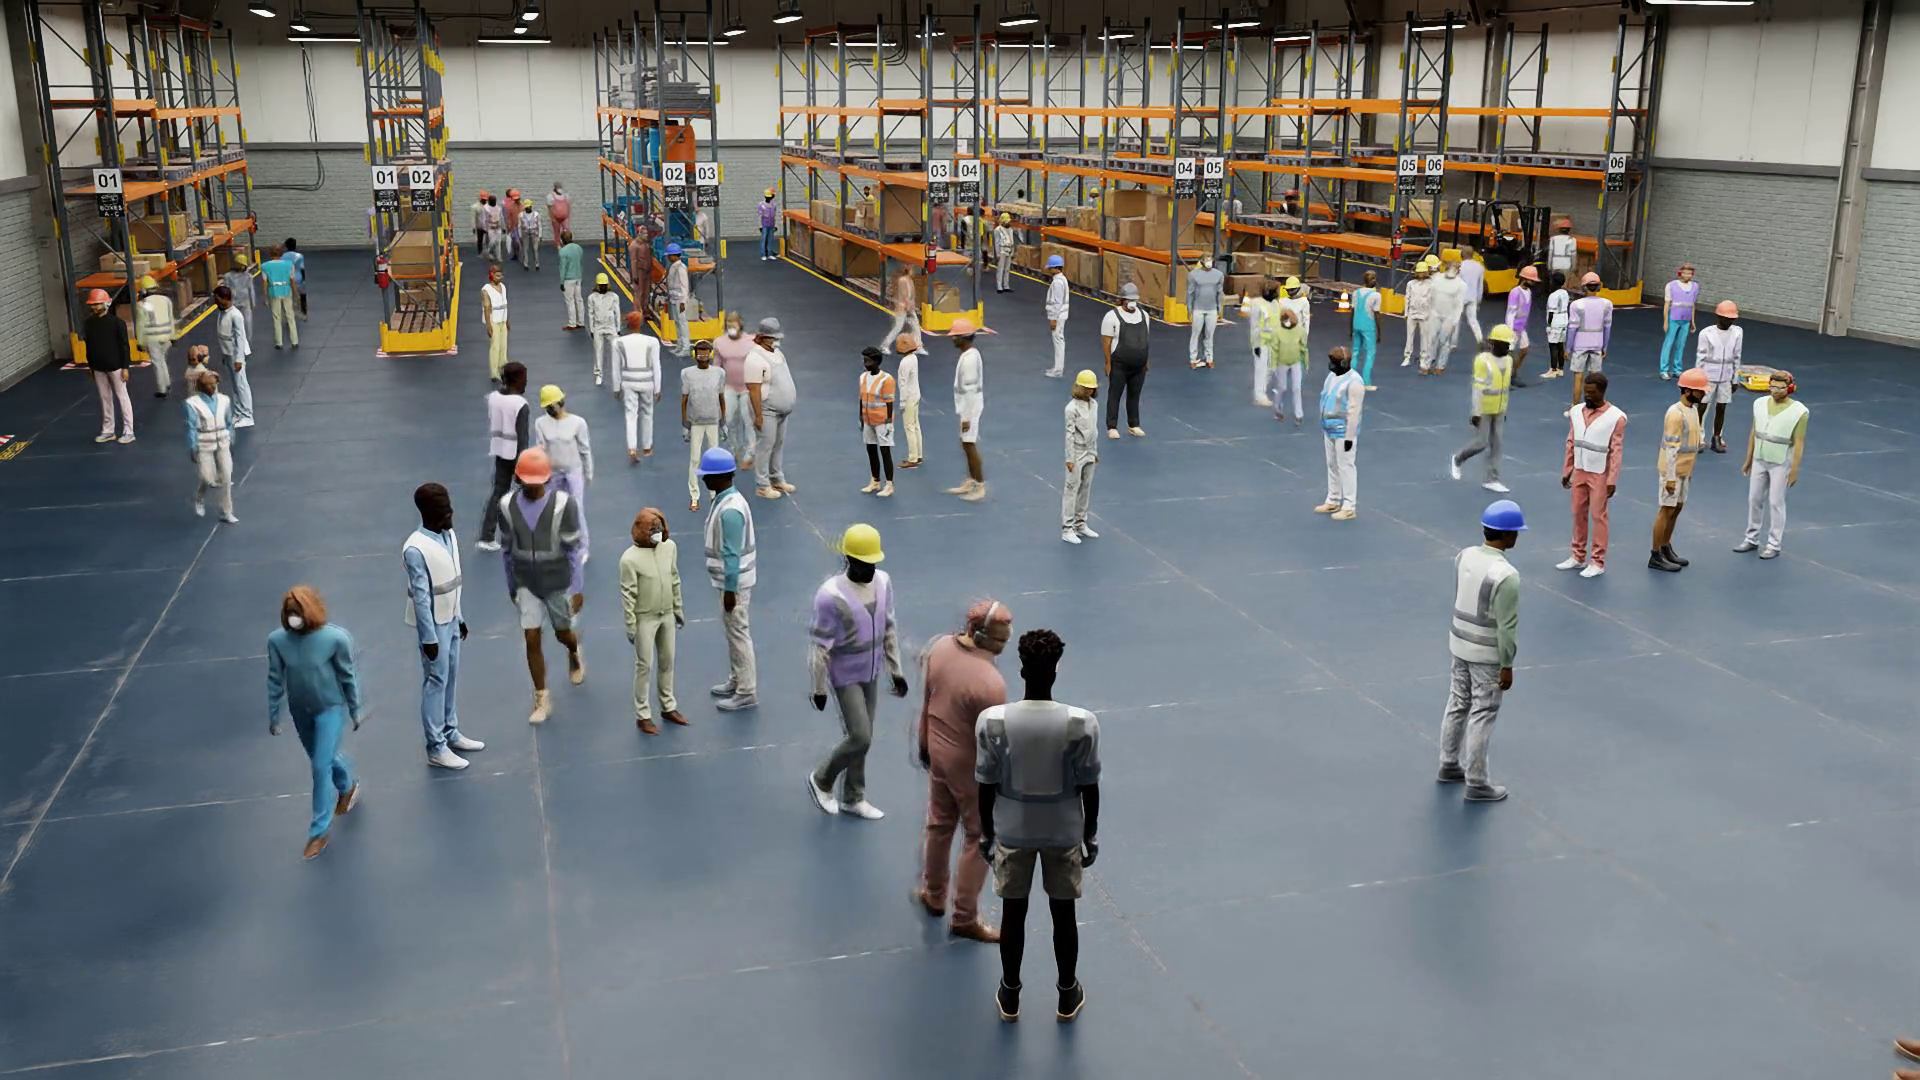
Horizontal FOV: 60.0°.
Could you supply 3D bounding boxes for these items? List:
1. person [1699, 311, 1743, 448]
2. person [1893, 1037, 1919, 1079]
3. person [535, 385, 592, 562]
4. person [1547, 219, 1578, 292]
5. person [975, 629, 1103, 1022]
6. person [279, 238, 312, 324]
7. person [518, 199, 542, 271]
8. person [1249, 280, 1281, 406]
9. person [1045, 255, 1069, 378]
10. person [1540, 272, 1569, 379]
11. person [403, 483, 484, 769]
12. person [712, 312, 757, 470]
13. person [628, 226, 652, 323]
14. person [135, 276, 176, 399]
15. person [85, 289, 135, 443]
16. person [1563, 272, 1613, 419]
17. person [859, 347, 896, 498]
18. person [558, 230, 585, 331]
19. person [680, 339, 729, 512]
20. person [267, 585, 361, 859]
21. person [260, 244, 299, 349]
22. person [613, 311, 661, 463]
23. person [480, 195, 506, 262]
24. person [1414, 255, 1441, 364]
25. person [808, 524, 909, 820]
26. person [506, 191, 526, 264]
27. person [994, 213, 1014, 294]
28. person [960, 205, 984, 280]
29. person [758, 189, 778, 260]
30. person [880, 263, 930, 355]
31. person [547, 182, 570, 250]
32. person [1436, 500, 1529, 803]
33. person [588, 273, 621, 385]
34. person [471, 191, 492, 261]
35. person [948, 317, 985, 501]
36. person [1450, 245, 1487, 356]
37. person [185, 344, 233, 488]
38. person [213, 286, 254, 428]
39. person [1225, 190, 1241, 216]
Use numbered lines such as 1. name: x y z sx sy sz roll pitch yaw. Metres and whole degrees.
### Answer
1. person: 9.682 -2.104 21.178 0.520 1.874 0.327 -1 15 -5
2. person: 4.443 1.562 7.360 0.337 1.882 0.584 9 17 30
3. person: -3.808 -0.680 16.110 0.546 1.734 0.672 1 15 5
4. person: 12.622 -5.726 34.735 0.778 1.909 0.556 -13 20 -40
5. person: 0.373 1.369 7.929 0.602 1.966 0.368 1 15 4
6. person: -13.214 -5.150 33.021 0.549 1.669 0.720 0 15 0
7. person: -11.103 -7.870 42.949 0.603 1.830 0.404 -3 15 -11
8. person: 4.428 -2.846 24.072 0.627 1.831 0.438 -14 20 -41
9. person: 1.550 -3.574 26.563 0.382 1.949 0.605 2 15 6
10. person: 9.491 -3.416 26.471 0.322 1.690 0.532 13 20 40
11. person: -3.470 0.556 11.076 0.392 1.922 0.593 1 15 3
12. person: -2.643 -1.768 19.830 0.666 1.919 0.488 2 15 7
13. person: -6.314 -5.286 33.111 0.400 1.900 0.644 5 16 18
14. person: -11.957 -3.000 24.643 0.497 1.818 0.618 6 16 22
15. person: -10.992 -2.241 21.454 0.610 1.996 0.378 3 15 12
16. person: 8.675 -2.682 23.044 0.605 2.034 0.390 -1 15 -4
17. person: -0.935 -1.327 18.613 0.539 1.685 0.325 13 20 41
18. person: -7.442 -4.963 31.835 0.377 1.929 0.633 7 17 26
19. person: -2.755 -1.241 17.949 0.509 1.865 0.329 -5 16 -18
20. person: -3.857 1.008 10.002 0.511 1.596 0.828 1 15 5
21. person: -12.072 -4.311 29.533 0.564 1.845 0.389 -8 17 -29
22. person: -3.962 -1.880 20.391 0.585 1.852 0.926 -1 15 -5
23. person: -12.687 -8.476 45.242 0.438 1.824 0.658 11 18 36
24. person: 7.879 -3.861 27.884 0.403 1.823 0.586 1 15 4
25. person: -0.619 0.811 10.155 0.477 1.903 0.578 10 18 34
26. person: -11.753 -8.370 44.581 0.762 1.952 0.765 -7 16 -25
27. person: 1.025 -6.531 37.912 0.404 1.833 0.590 12 19 37
28. person: 0.282 -7.240 40.614 0.673 1.820 0.447 -9 17 -31
29. person: -5.287 -8.686 45.852 0.587 1.922 0.383 -12 19 -39
30. person: -0.983 -4.002 28.834 0.815 1.603 0.518 5 16 19
31. person: -11.714 -9.521 48.763 0.693 2.000 0.920 -8 17 -27
32. person: 3.331 0.692 10.541 0.426 1.938 0.602 -4 15 -15
33. person: -5.521 -3.283 25.881 0.486 1.736 0.320 -3 15 -13
34. person: -13.178 -8.683 45.918 0.638 1.902 1.185 -7 16 -23
35. person: 0.072 -1.448 18.391 0.412 2.041 0.615 0 15 0
36. person: 8.848 -4.165 28.903 0.637 1.904 0.919 -4 15 -13
37. person: -8.642 -1.416 19.033 0.514 1.641 0.309 12 19 37
38. person: -9.847 -2.491 22.557 0.391 1.913 0.587 -13 20 -40
39. person: 7.475 -8.690 45.828 0.405 1.945 0.605 -10 18 -32
